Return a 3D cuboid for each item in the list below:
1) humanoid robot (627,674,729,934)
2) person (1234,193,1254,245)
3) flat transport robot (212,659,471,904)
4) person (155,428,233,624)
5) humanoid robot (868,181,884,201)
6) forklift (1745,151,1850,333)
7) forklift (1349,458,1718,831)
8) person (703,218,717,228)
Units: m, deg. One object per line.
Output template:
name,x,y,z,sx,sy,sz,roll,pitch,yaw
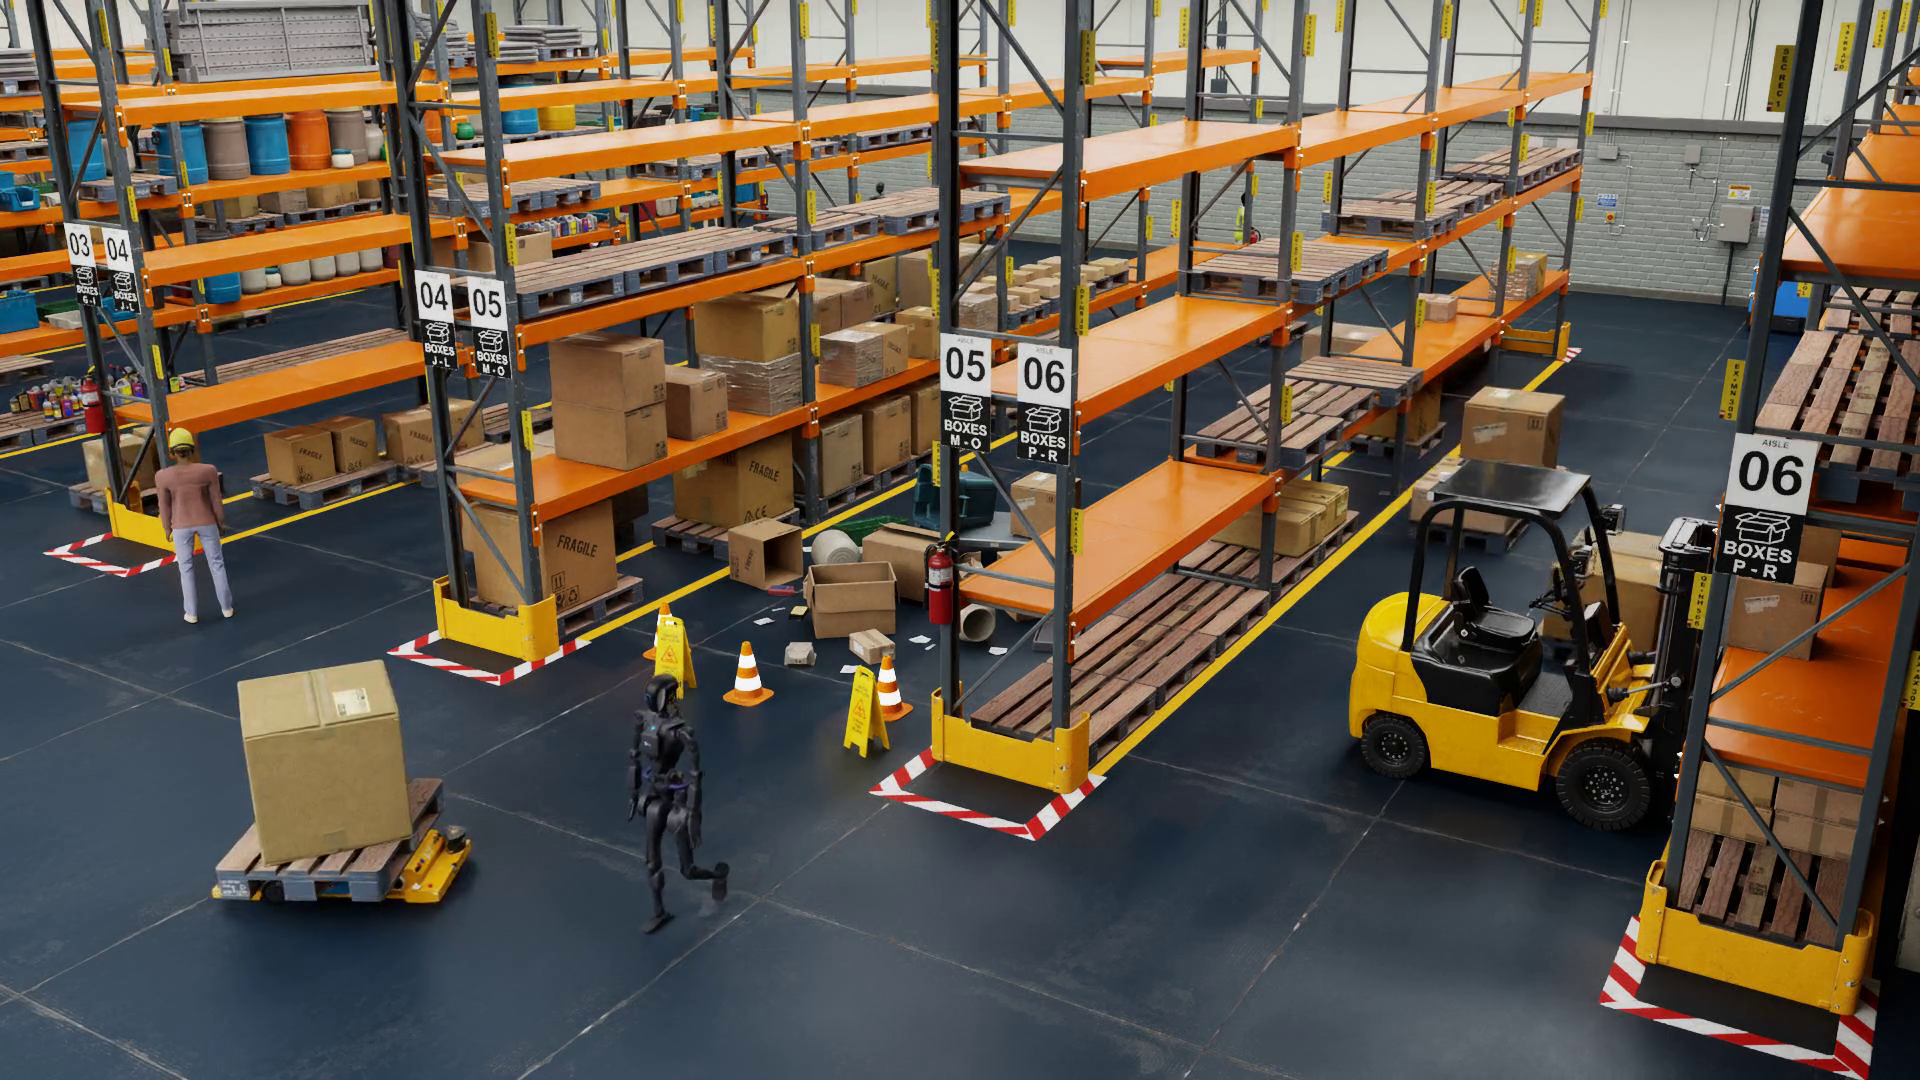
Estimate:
humanoid robot,-1.707,1.534,10.030,0.593,1.638,0.607,12,22,30
person,5.178,-5.513,30.382,0.323,1.686,0.539,-2,19,-5
flat transport robot,-3.940,2.073,10.622,1.431,0.231,0.659,0,19,1
person,-6.782,-0.131,14.719,0.519,1.758,0.339,-10,21,-26
humanoid robot,-1.494,-6.070,32.090,0.616,1.646,0.746,-10,21,-26
forklift,13.620,-4.667,26.137,1.873,2.768,1.129,11,22,29
forklift,3.988,0.658,11.776,2.313,2.155,1.214,11,22,29
person,-5.240,-7.063,34.863,0.491,1.685,0.348,-6,20,-16
